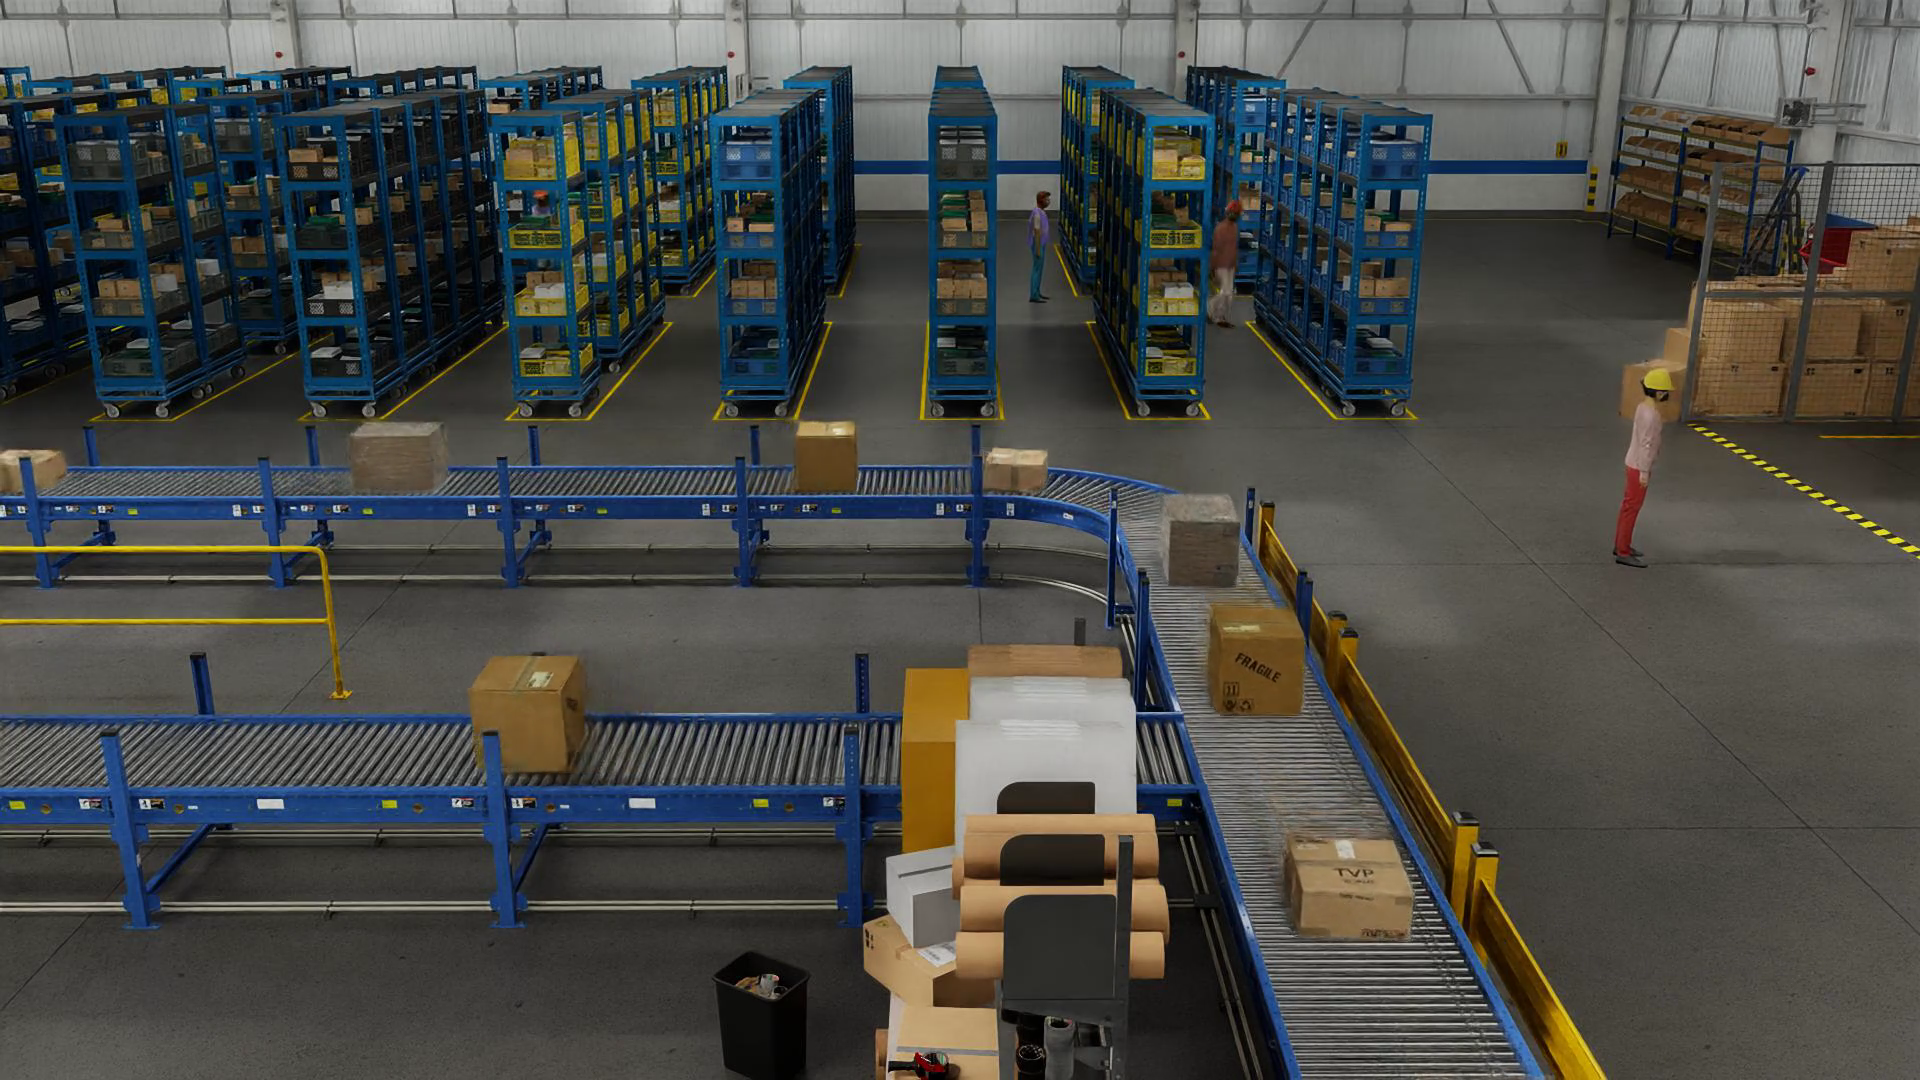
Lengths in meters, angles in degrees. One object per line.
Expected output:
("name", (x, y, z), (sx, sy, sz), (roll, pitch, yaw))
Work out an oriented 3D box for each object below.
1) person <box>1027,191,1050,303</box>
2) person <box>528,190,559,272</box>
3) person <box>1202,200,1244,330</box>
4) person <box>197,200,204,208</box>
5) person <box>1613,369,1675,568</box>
("person", (1.307, -4.884, 27.712), (0.377, 1.835, 0.566), (3, 18, 9))
("person", (-6.719, -4.775, 27.068), (0.641, 2.038, 0.407), (1, 18, 2))
("person", (4.050, -4.188, 25.377), (0.509, 1.957, 0.641), (13, 22, 35))
("person", (-16.428, -7.504, 35.934), (0.432, 1.733, 0.597), (1, 18, 2))
("person", (6.081, -0.649, 14.779), (0.329, 1.767, 0.528), (6, 19, 18))
